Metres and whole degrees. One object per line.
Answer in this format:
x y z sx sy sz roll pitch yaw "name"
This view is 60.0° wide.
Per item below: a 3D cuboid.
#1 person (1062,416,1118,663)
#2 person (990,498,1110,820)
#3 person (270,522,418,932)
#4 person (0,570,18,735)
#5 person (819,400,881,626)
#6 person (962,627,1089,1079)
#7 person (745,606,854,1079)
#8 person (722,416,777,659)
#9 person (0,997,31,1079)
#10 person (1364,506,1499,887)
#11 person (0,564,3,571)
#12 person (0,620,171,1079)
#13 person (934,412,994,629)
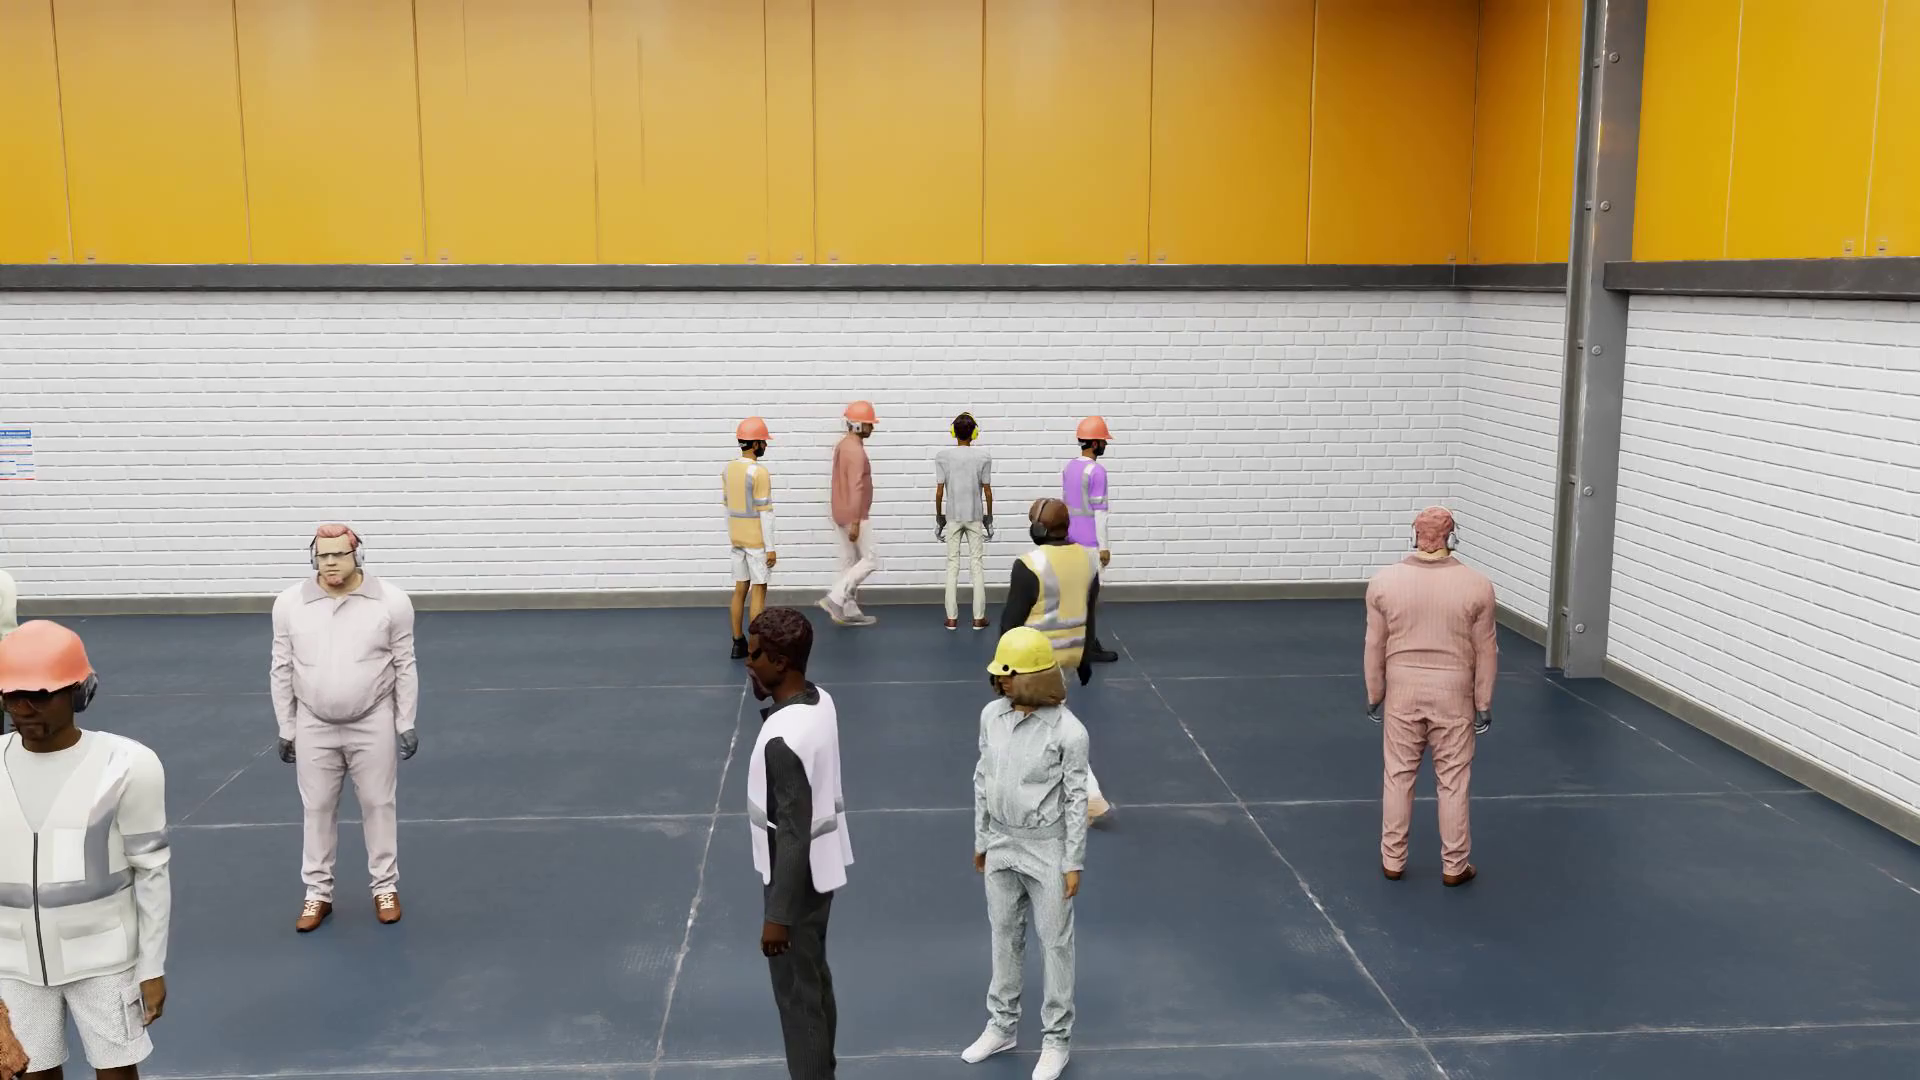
1.019 -0.010 13.097 0.374 1.939 0.545 -4 10 -26 "person"
0.524 0.664 9.310 0.926 1.812 0.629 8 12 40 "person"
-2.855 0.860 7.736 0.642 1.909 0.401 -2 9 -13 "person"
-4.822 0.778 7.978 0.608 1.995 0.377 -6 11 -35 "person"
-0.929 -0.213 14.259 0.488 1.973 0.620 -4 10 -22 "person"
0.248 1.176 6.280 0.485 1.739 0.314 7 11 37 "person"
-0.565 1.172 5.746 0.382 1.917 0.597 0 9 3 "person"
-1.617 0.000 13.038 0.356 1.937 0.552 -9 12 -43 "person"
-1.994 1.686 3.427 0.278 1.626 0.501 8 12 40 "person"
2.341 0.775 8.292 0.639 1.902 0.407 4 10 23 "person"
-6.448 0.494 10.725 0.552 1.671 0.683 -7 12 -38 "person"
-2.654 1.238 4.931 0.606 2.046 0.371 -1 9 -6 "person"
0.037 -0.160 14.256 0.516 1.872 0.327 1 9 4 "person"
